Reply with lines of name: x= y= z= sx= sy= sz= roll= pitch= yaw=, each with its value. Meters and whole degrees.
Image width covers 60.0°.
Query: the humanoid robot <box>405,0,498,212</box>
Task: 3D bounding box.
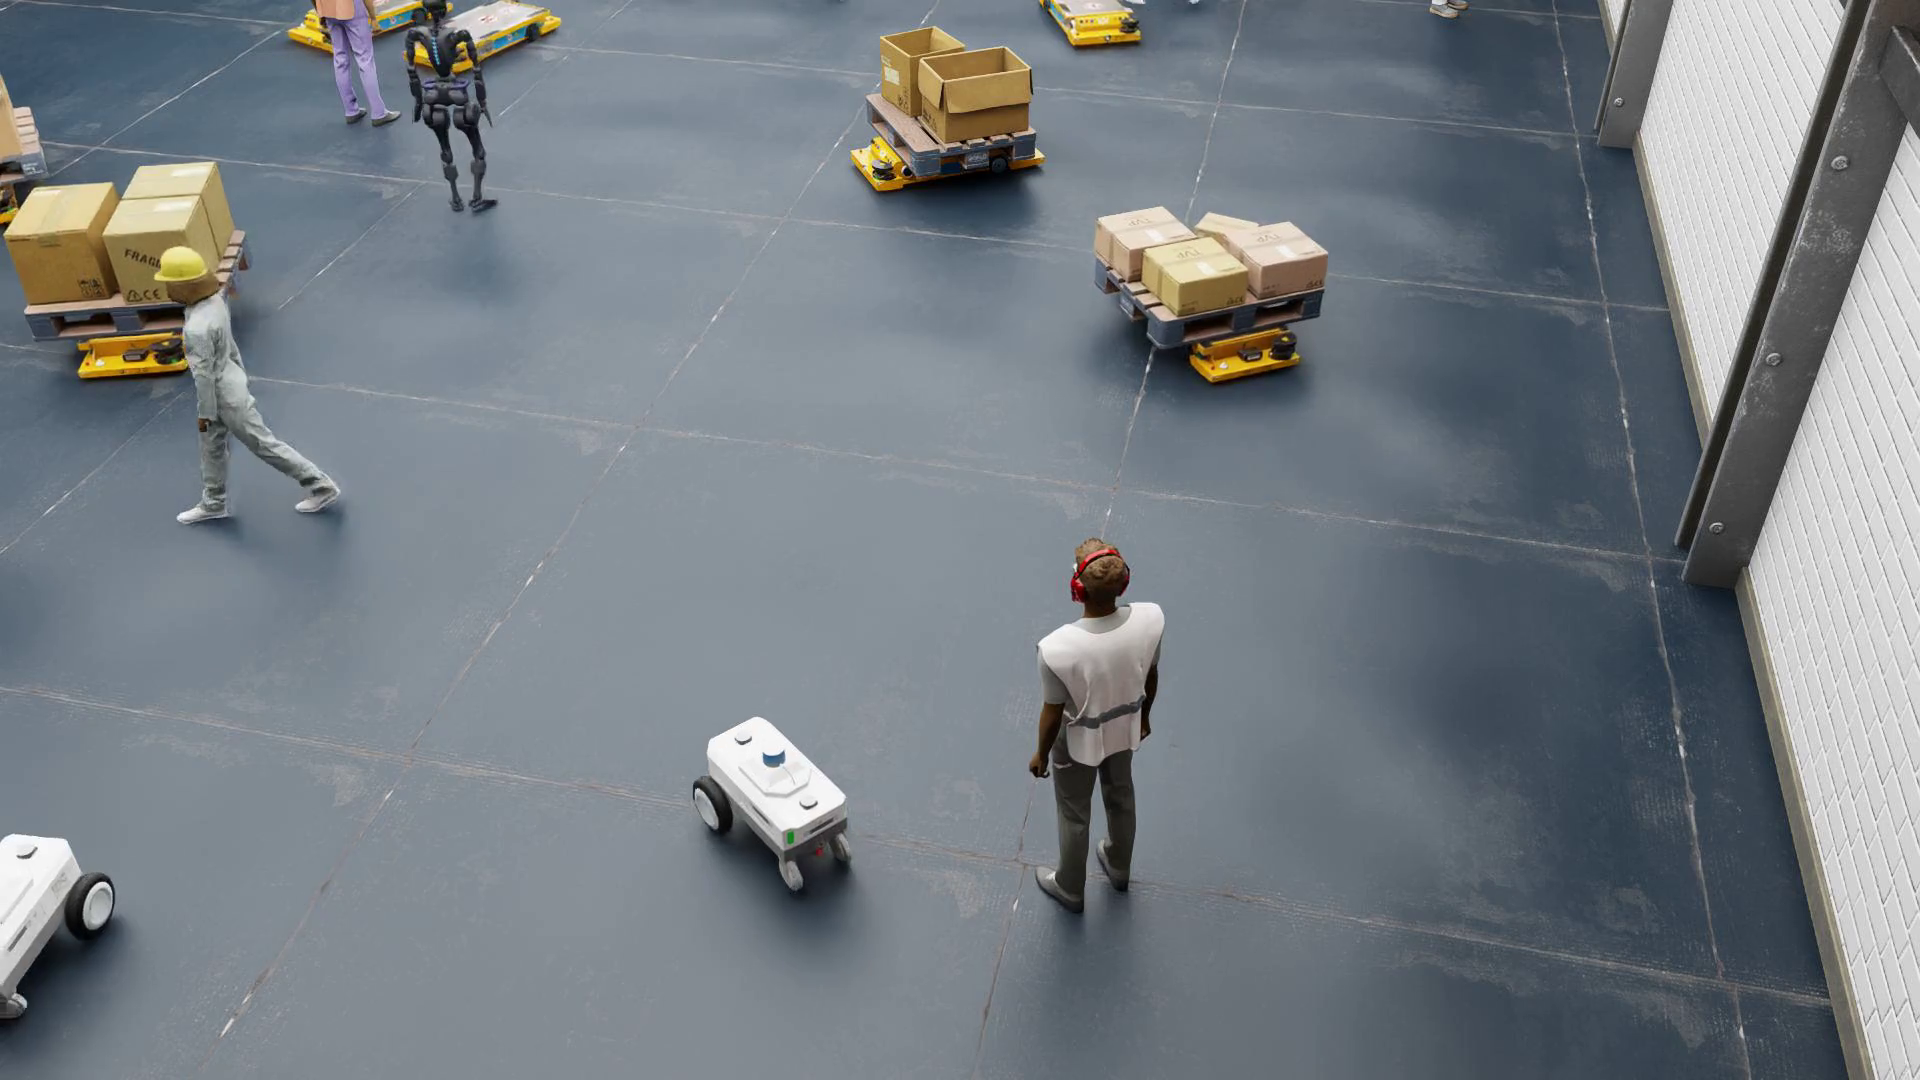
humanoid robot: x=-3.813 y=-3.269 z=12.420 sx=0.599 sy=1.647 sz=0.325 roll=1 pitch=37 yaw=1

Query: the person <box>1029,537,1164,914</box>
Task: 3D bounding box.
person: x=0.559 y=0.805 z=6.825 sx=0.568 sy=1.842 sz=0.373 roll=-18 pitch=40 yaw=-23

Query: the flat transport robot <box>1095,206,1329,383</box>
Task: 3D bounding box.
flat transport robot: x=1.657 y=-1.531 z=11.267 sx=0.659 sy=0.231 sz=1.431 roll=-13 pitch=39 yaw=-17

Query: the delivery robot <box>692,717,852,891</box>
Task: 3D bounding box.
delivery robot: x=-0.832 y=1.141 z=7.470 sx=0.499 sy=0.614 sz=0.815 roll=-26 pitch=44 yaw=-30

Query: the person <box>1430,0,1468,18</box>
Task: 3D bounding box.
person: x=4.807 y=-5.987 z=15.882 sx=0.356 sy=1.884 sz=0.574 roll=21 pitch=42 yaw=26

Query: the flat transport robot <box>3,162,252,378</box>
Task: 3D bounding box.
flat transport robot: x=-5.475 y=-1.548 z=11.291 sx=0.659 sy=0.231 sz=1.431 roll=-6 pitch=37 yaw=-8

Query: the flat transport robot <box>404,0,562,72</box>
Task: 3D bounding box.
flat transport robot: x=-4.453 y=-4.739 z=15.560 sx=0.659 sy=0.231 sz=1.431 roll=19 pitch=41 yaw=23

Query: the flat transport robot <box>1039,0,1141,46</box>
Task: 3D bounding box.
flat transport robot: x=1.225 y=-5.131 z=16.085 sx=0.659 sy=0.231 sz=1.431 roll=-8 pitch=37 yaw=-10

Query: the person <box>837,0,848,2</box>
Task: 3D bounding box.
person: x=-1.245 y=-6.073 z=16.153 sx=0.377 sy=1.683 sz=0.552 roll=23 pitch=42 yaw=27

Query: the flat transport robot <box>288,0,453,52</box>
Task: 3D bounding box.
flat transport robot: x=-5.646 y=-5.026 z=15.945 sx=0.659 sy=0.231 sz=1.431 roll=23 pitch=43 yaw=28

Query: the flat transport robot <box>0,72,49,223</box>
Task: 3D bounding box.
flat transport robot: x=-7.744 y=-2.773 z=12.929 sx=0.659 sy=0.231 sz=1.431 roll=-18 pitch=40 yaw=-22

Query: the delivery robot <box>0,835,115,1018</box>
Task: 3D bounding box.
delivery robot: x=-3.941 y=1.573 z=6.891 sx=0.507 sy=0.613 sz=0.785 roll=4 pitch=37 yaw=5

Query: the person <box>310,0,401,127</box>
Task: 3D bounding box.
person: x=-5.059 y=-4.310 z=13.669 sx=0.568 sy=1.842 sz=0.372 roll=10 pitch=38 yaw=13

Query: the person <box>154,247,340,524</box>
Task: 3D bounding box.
person: x=-4.014 y=-0.830 z=9.130 sx=0.878 sy=1.701 sz=0.489 roll=-12 pitch=38 yaw=-16

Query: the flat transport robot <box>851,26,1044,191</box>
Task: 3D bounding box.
flat transport robot: x=-0.099 y=-3.120 z=13.393 sx=1.431 sy=0.231 sz=0.659 roll=-13 pitch=39 yaw=-17

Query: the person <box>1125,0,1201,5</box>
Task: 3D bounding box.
person: x=2.022 y=-5.977 z=16.034 sx=0.925 sy=1.674 sz=0.532 roll=17 pitch=40 yaw=22
